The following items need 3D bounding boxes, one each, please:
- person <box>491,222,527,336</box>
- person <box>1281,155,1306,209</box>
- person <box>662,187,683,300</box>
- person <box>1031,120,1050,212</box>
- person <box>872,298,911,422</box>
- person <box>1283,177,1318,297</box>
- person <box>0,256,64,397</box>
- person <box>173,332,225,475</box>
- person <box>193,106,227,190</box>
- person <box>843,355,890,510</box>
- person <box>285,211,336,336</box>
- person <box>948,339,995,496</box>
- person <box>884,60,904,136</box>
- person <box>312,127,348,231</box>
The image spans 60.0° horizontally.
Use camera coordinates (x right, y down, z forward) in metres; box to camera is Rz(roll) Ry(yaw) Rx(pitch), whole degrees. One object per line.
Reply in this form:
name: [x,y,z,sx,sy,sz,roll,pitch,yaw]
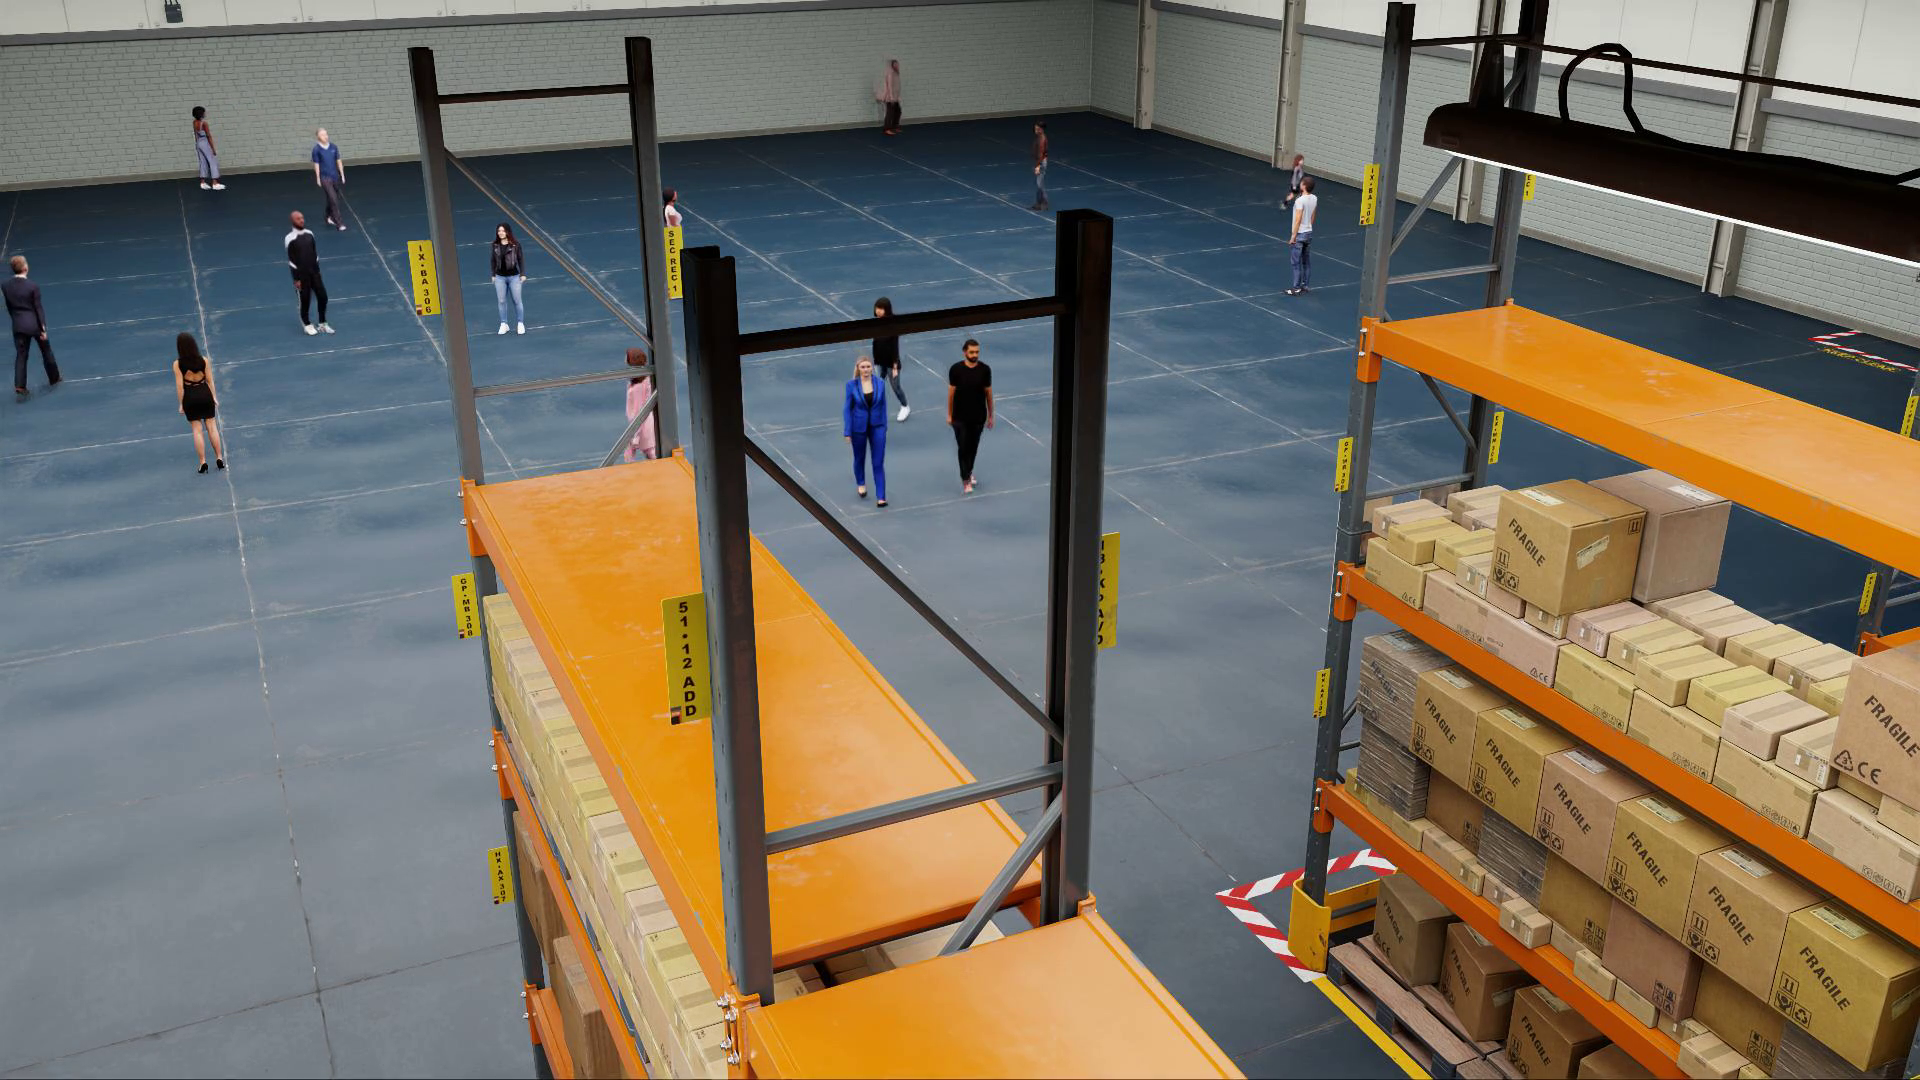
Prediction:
person: [-6.614,-3.837,24.342,0.716,1.634,0.697,0,23,-1]
person: [6.522,-6.950,32.364,0.829,1.085,0.667,18,29,36]
person: [-4.542,-4.690,26.213,0.628,1.739,0.451,-9,25,-21]
person: [1.540,-7.293,32.321,0.868,1.751,0.670,4,23,9]
person: [-0.851,-2.196,20.509,1.085,1.613,1.043,13,26,28]
person: [5.438,-4.829,26.384,0.684,1.861,0.640,-19,30,-37]
person: [-12.163,-2.757,21.612,0.937,1.784,1.257,-2,23,-5]
person: [-8.695,-1.566,18.984,0.613,1.648,0.546,-16,28,-33]
person: [-15.528,-8.084,34.233,0.741,1.709,0.801,8,24,17]
person: [-1.041,-1.205,18.122,0.809,1.657,1.174,-5,24,-13]
person: [-9.605,-3.905,24.271,0.915,1.816,0.855,17,28,34]
person: [0.084,-1.409,18.517,0.760,1.724,1.084,-5,24,-13]
person: [-1.680,-10.775,40.476,0.918,1.775,0.873,8,24,19]
person: [-11.697,-6.672,30.759,1.270,1.829,0.966,20,30,39]
